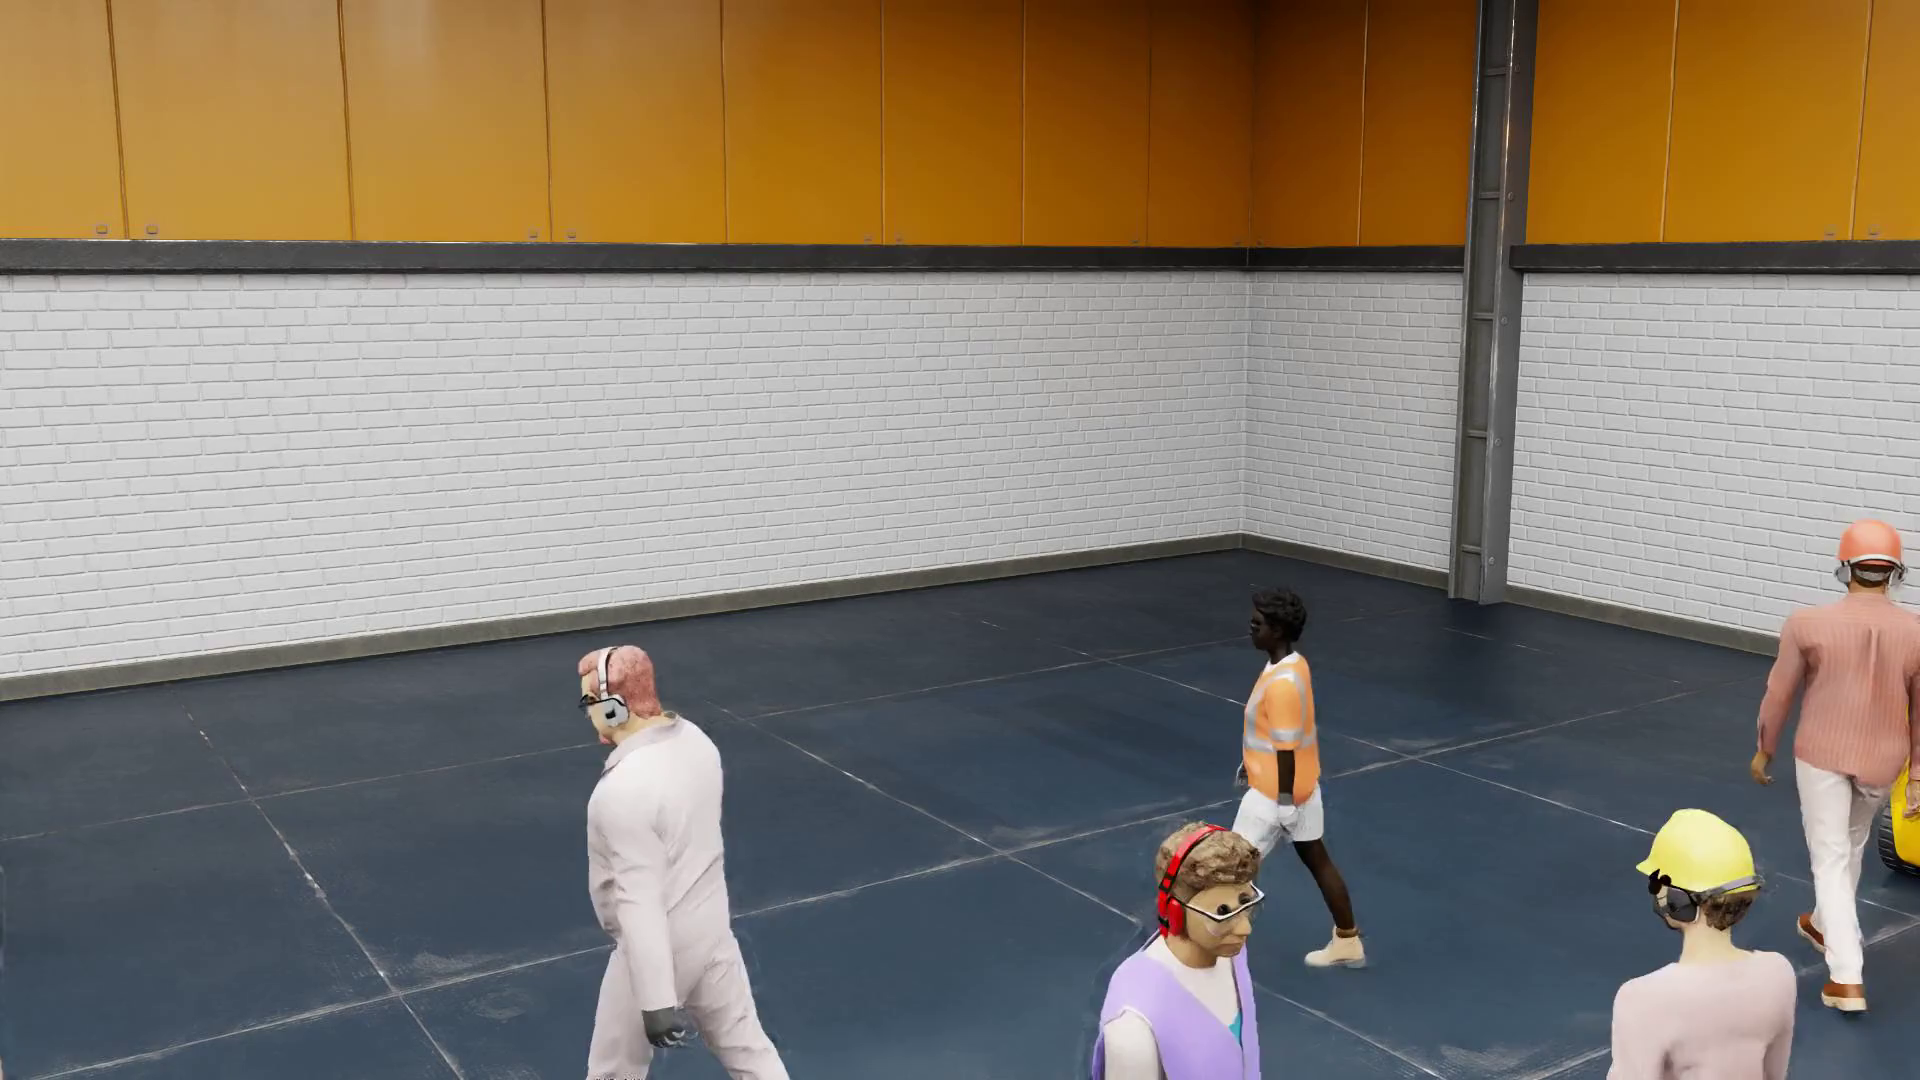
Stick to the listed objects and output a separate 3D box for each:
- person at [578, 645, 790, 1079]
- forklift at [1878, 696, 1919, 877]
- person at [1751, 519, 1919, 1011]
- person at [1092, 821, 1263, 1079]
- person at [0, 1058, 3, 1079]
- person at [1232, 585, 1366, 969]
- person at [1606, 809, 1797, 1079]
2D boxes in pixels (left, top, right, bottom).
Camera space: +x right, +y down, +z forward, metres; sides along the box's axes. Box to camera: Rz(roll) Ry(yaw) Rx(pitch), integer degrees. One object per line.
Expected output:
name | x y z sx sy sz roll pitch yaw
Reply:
person | -0.888 1.222 5.065 1.032 1.843 0.703 2 10 14
forklift | 5.511 0.571 7.906 2.313 2.155 1.214 -6 11 -33
person | 3.620 0.884 6.794 0.623 1.945 1.021 2 10 10
person | 0.412 1.467 3.664 0.685 1.816 0.578 5 11 27
person | -2.686 1.349 4.125 0.664 1.889 0.446 6 11 32
person | 1.307 1.000 6.939 0.874 1.649 0.531 3 10 18
person | 1.688 1.486 3.745 0.532 1.754 0.579 -4 10 -22
